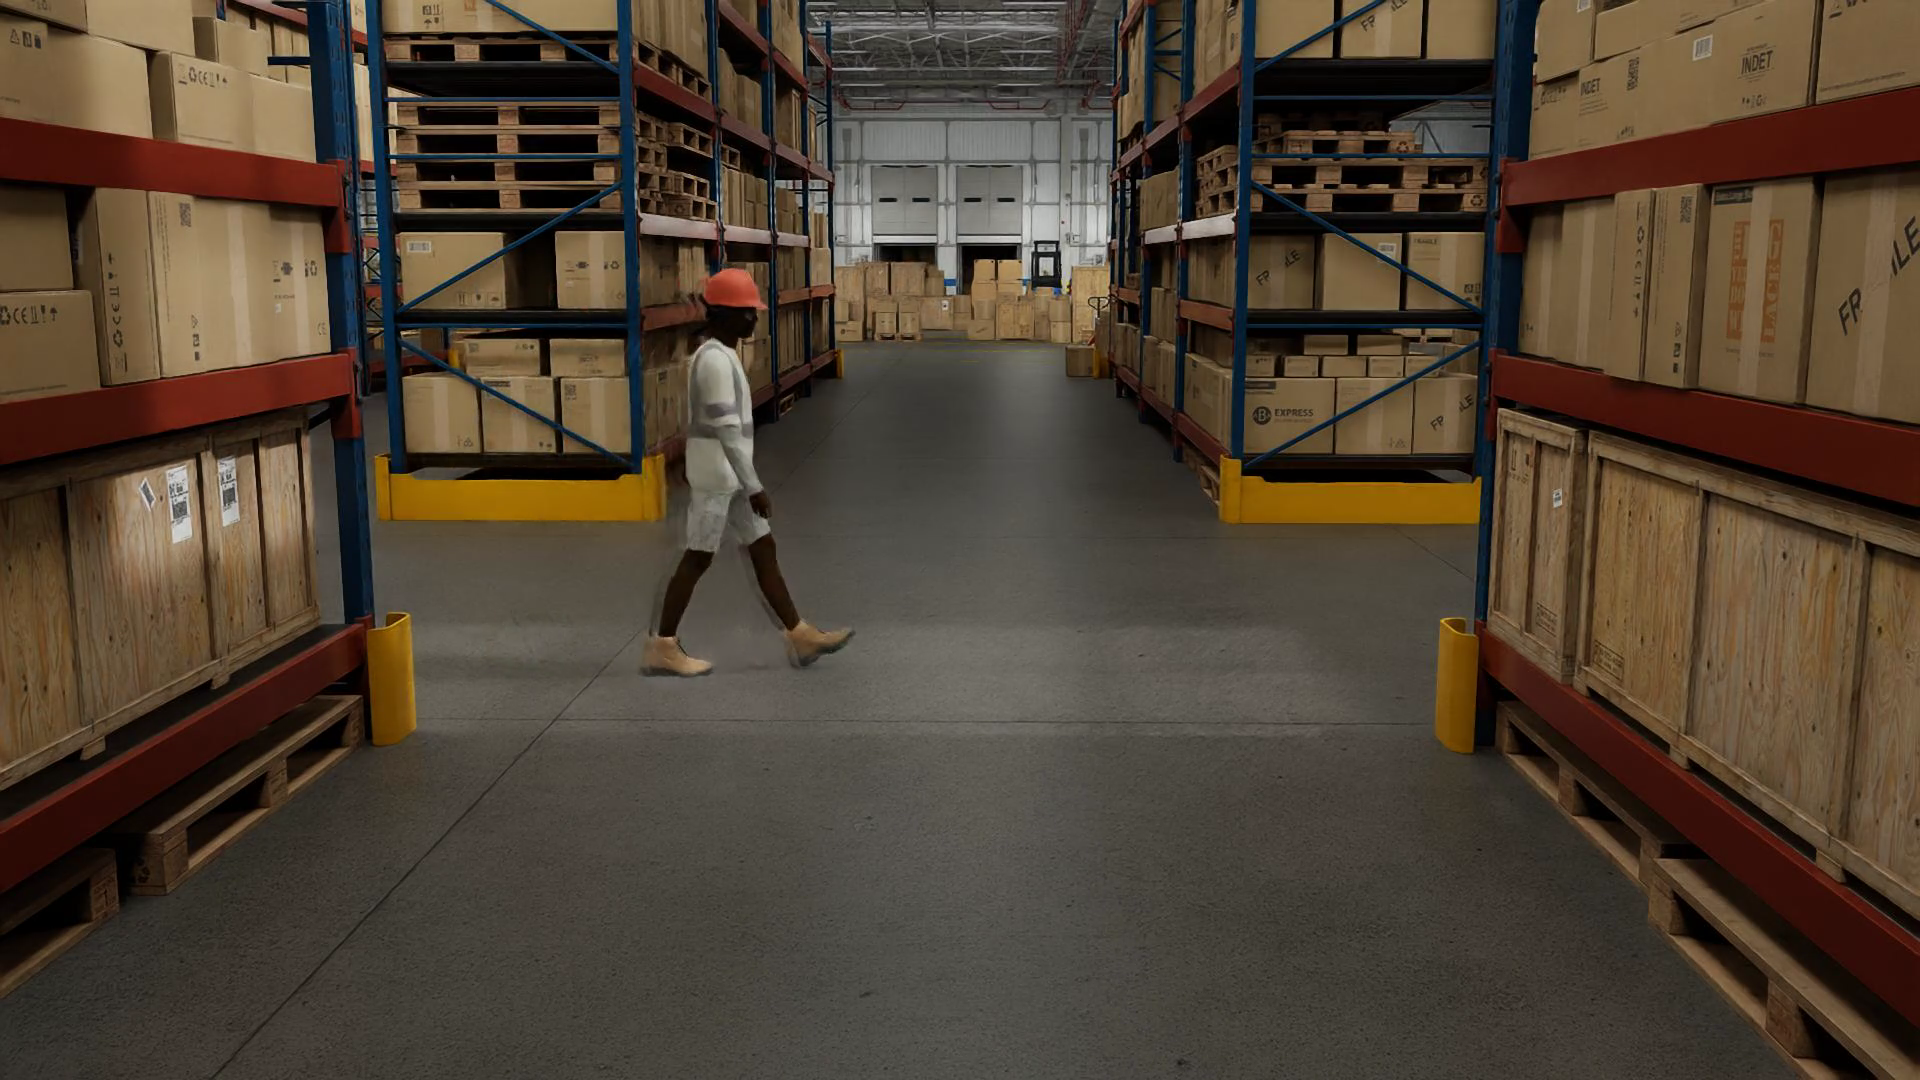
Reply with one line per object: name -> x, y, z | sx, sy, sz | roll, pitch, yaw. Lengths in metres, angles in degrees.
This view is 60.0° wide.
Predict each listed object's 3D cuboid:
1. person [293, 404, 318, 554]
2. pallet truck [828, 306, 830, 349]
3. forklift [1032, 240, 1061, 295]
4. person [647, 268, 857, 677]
person -> -4.699, -0.714, 11.382 | 0.542, 1.698, 0.317 | 3, 10, 18
pallet truck -> -3.100, -3.940, 29.800 | 1.885, 1.965, 0.823 | 3, 10, 19
forklift -> 3.161, -9.557, 60.806 | 1.129, 2.768, 1.873 | 0, 9, 1
person -> -1.056, -0.311, 8.089 | 1.069, 1.983, 0.621 | 0, 9, -2
